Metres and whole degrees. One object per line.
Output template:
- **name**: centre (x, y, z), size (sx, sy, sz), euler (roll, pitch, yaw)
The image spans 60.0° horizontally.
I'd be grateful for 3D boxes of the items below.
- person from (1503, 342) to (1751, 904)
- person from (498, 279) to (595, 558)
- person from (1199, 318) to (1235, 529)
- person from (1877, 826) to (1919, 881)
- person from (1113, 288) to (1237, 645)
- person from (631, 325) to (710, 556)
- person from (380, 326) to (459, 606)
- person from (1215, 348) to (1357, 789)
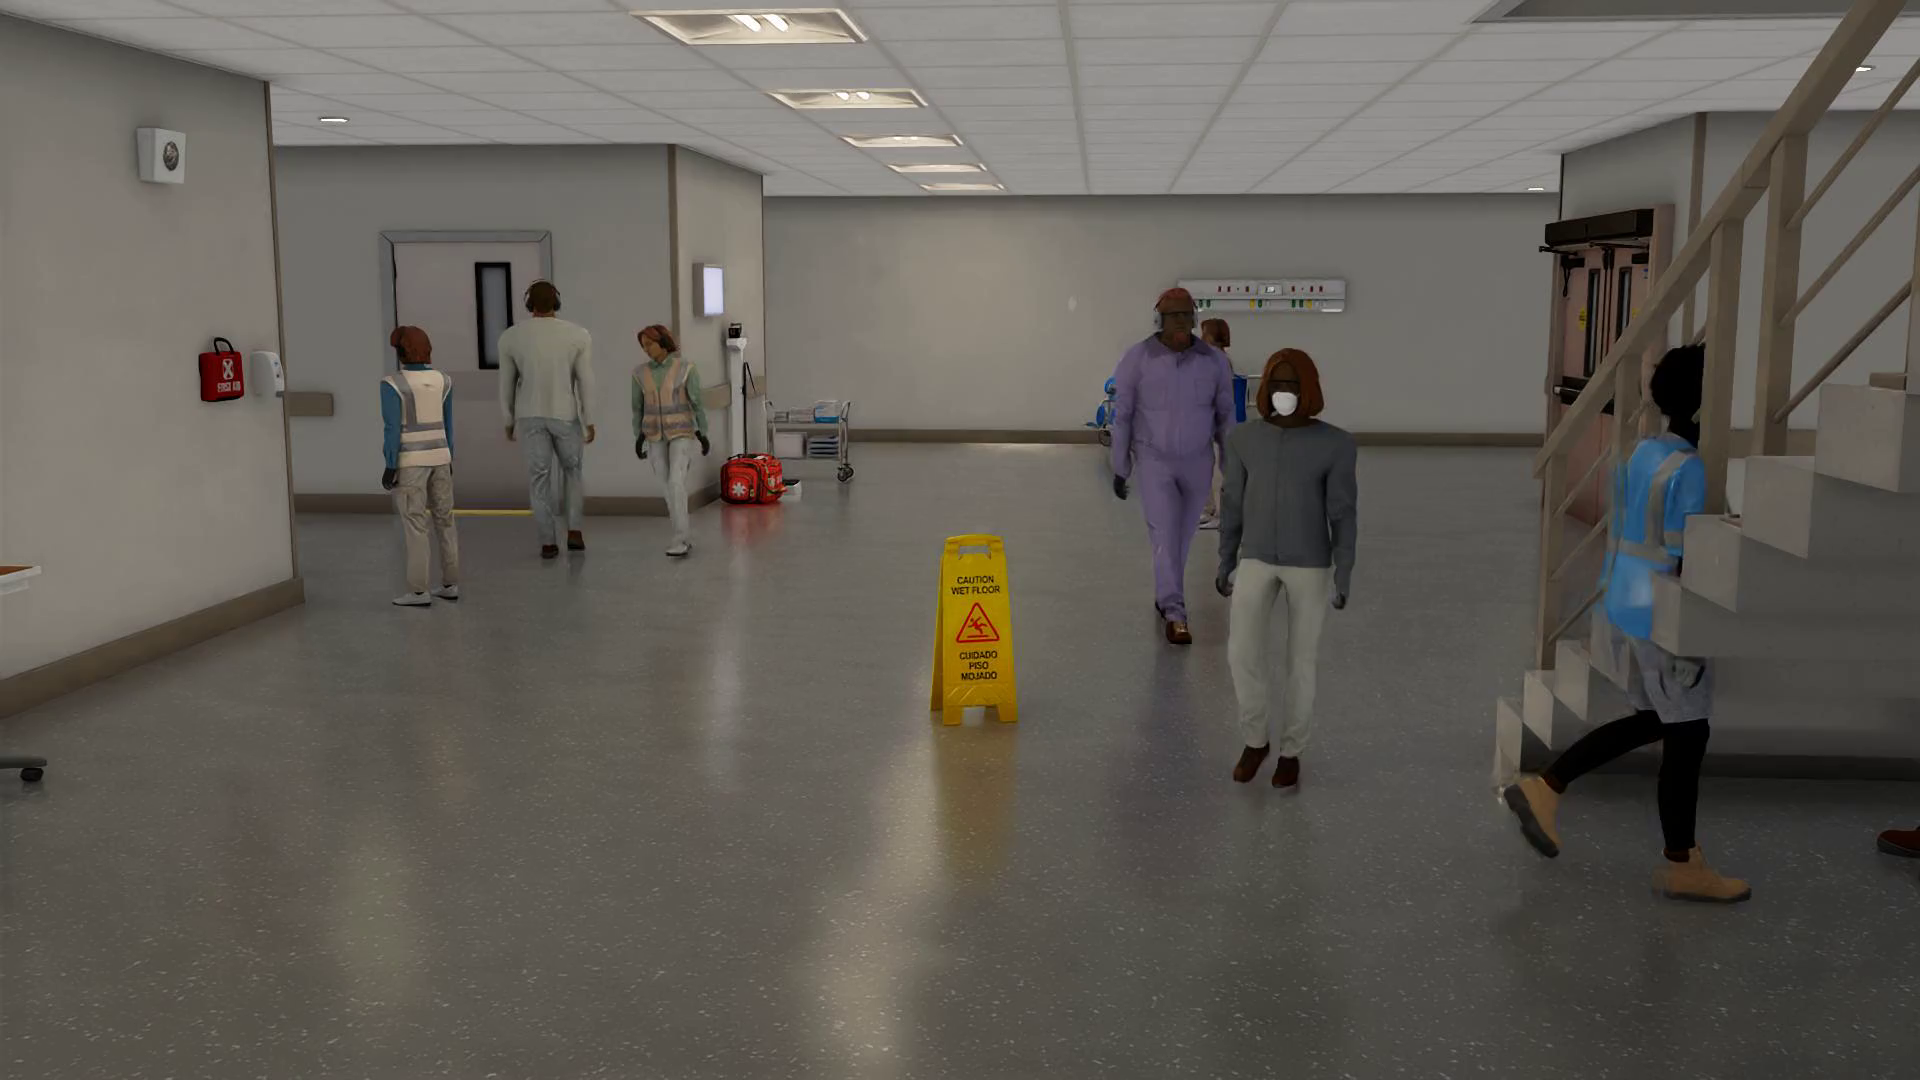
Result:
- **person**: centre (2.050, 0.243, 5.016), size (0.631, 1.680, 0.547), euler (1, 8, 9)
- **person**: centre (-2.857, -0.835, 11.546), size (0.648, 1.921, 0.498), euler (-2, 9, -10)
- **person**: centre (1.982, -0.902, 12.967), size (0.308, 1.638, 0.514), euler (-1, 8, -6)
- **person**: centre (3.145, 0.107, 5.081), size (0.377, 1.940, 0.627), euler (2, 9, 12)
- **person**: centre (1.167, -0.421, 8.968), size (0.659, 1.860, 0.980), euler (-1, 8, -9)
- **person**: centre (-2.059, -0.685, 11.569), size (0.548, 1.601, 0.671), euler (2, 9, 15)
- **person**: centre (-3.165, -0.430, 9.741), size (0.315, 1.640, 0.515), euler (5, 10, 30)
- **person**: centre (1.174, 0.116, 6.063), size (0.522, 1.618, 0.425), euler (3, 9, 22)
